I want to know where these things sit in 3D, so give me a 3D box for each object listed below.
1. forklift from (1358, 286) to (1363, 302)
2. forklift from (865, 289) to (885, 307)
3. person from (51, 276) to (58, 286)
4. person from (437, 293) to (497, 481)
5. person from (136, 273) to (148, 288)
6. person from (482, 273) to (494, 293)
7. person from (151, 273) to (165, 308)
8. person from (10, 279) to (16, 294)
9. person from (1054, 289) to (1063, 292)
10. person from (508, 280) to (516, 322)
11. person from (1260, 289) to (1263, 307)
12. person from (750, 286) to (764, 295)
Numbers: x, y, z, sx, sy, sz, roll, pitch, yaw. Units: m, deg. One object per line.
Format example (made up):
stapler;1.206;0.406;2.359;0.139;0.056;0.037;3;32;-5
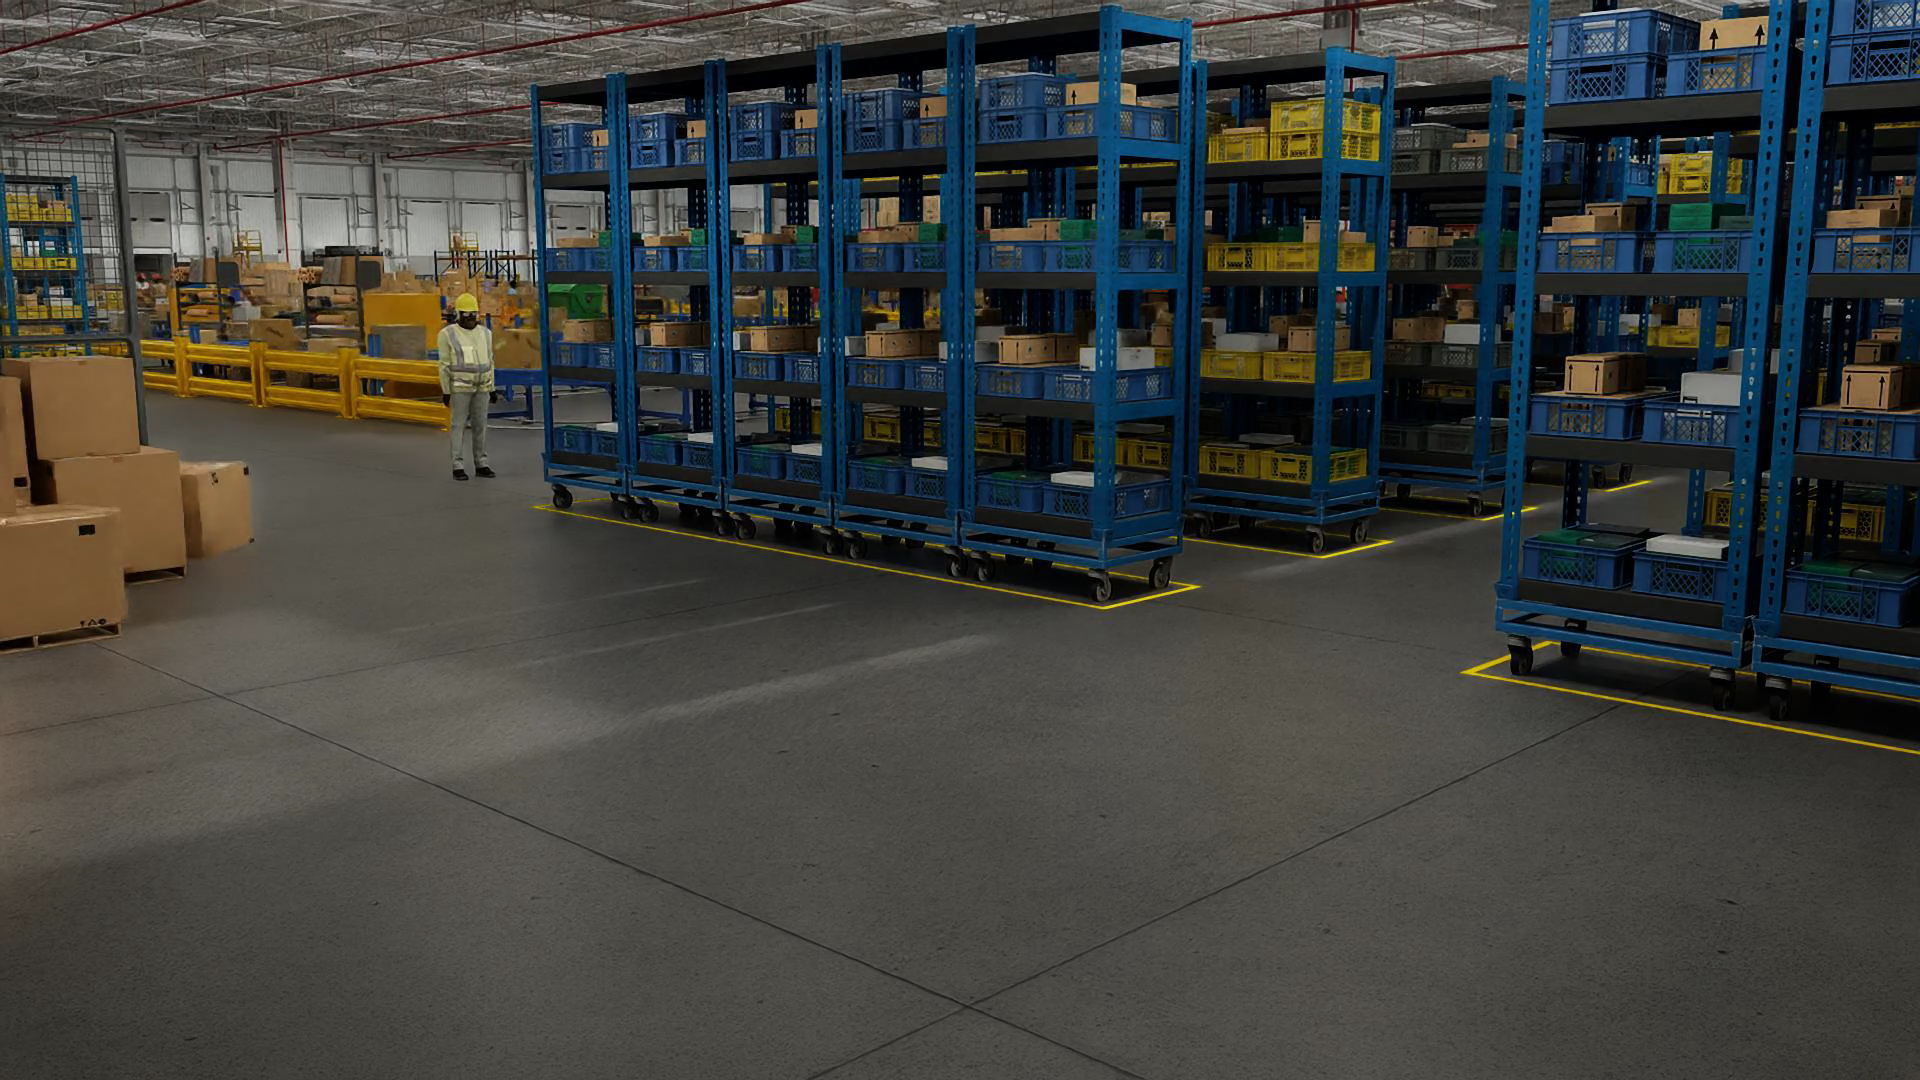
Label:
forklift;11.100;-7.017;46.970;1.873;2.768;1.129;9;13;43
forklift;-3.826;-11.354;73.558;1.873;2.768;1.129;9;13;43
person;-40.104;-10.892;73.904;0.429;1.843;0.633;9;13;43
person;-4.826;-1.505;16.375;0.404;1.830;0.599;9;13;42
person;-32.284;-9.558;65.515;0.771;1.914;0.553;7;11;36
person;-23.642;-12.424;83.284;0.631;1.876;0.834;-7;12;-37
person;-27.516;-8.210;57.220;0.565;1.920;0.675;6;11;32
person;-41.377;-10.711;72.467;0.404;1.945;0.615;-7;12;-37
person;2.979;-6.797;49.551;0.332;1.597;0.621;-3;10;-17
person;-15.659;-8.226;58.088;0.327;1.674;0.586;-2;9;-11
person;9.047;-7.017;50.294;0.919;1.780;0.607;8;12;39
person;-8.531;-10.267;69.461;0.672;2.000;0.536;-7;12;-37
